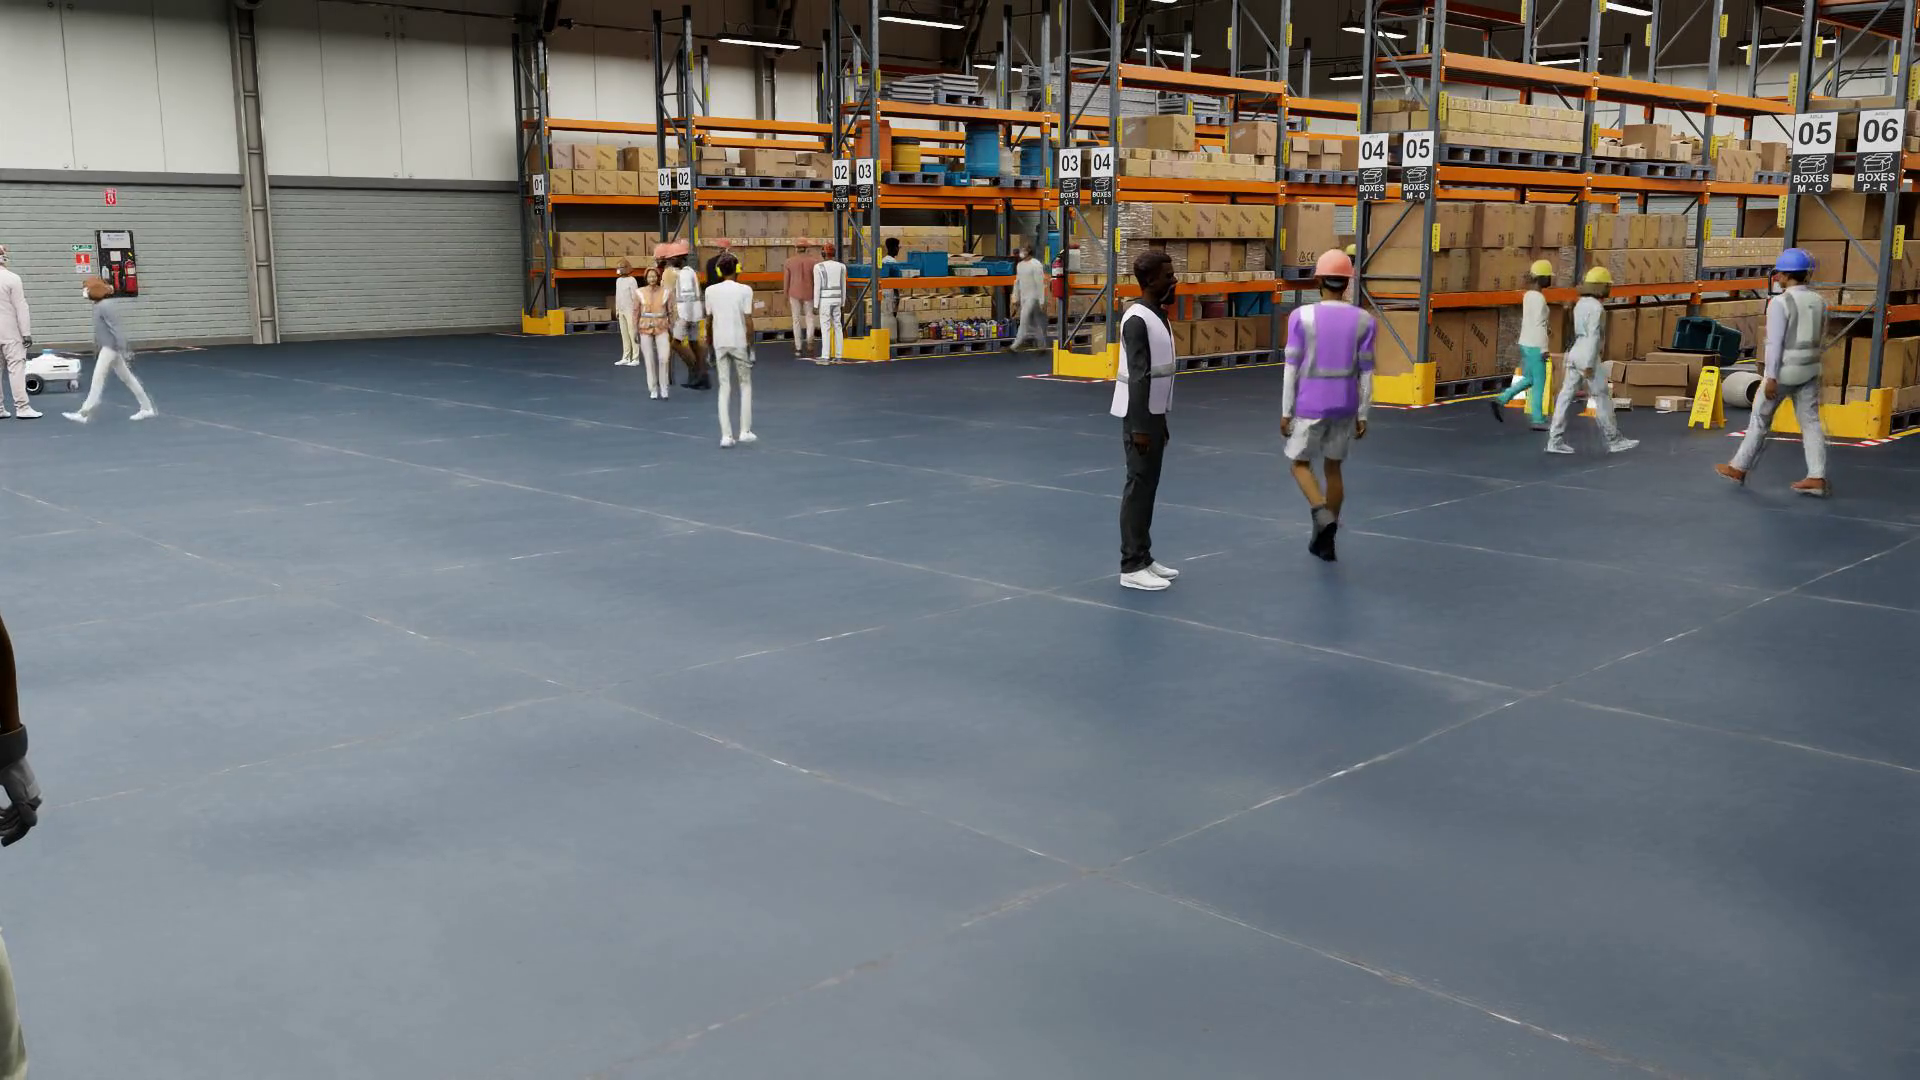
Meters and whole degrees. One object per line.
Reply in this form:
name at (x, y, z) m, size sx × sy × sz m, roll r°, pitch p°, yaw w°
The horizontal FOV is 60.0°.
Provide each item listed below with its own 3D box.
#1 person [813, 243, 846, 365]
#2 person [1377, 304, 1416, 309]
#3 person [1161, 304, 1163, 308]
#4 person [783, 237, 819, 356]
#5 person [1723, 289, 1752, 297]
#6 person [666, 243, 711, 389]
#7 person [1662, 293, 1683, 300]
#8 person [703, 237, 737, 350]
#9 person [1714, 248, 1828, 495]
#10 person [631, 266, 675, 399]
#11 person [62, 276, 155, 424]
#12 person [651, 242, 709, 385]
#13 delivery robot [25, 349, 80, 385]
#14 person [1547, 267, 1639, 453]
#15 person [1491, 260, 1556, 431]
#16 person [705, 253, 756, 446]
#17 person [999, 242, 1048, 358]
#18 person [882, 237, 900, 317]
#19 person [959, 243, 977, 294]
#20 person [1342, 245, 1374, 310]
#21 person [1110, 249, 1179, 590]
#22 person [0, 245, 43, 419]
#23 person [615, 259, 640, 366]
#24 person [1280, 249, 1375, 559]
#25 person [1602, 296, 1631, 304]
person at (-2.032, -3.670, 25.874) m, size 0.575 × 1.881 × 0.355 m, roll -8°, pitch 13°, yaw -36°
person at (6.695, -3.580, 25.493) m, size 0.625 × 1.844 × 0.429 m, roll 5°, pitch 12°, yaw 28°
person at (4.560, -5.859, 38.089) m, size 0.591 × 1.790 × 0.940 m, roll 9°, pitch 14°, yaw 40°
person at (-2.668, -4.095, 27.956) m, size 0.624 × 1.969 × 0.483 m, roll -1°, pitch 10°, yaw -6°
person at (14.576, -4.620, 31.209) m, size 0.445 × 1.831 × 0.631 m, roll -7°, pitch 12°, yaw -32°
person at (-3.551, -2.921, 21.739) m, size 0.564 × 1.898 × 0.595 m, roll 0°, pitch 10°, yaw -2°
person at (14.872, -5.316, 34.728) m, size 0.545 × 1.929 × 0.389 m, roll -2°, pitch 11°, yaw -9°
person at (-4.103, -4.166, 28.354) m, size 0.635 × 1.973 × 0.681 m, roll 5°, pitch 11°, yaw 23°
person at (6.479, -1.329, 13.075) m, size 0.637 × 1.892 × 0.989 m, roll -4°, pitch 11°, yaw -23°
person at (-3.746, -2.523, 20.321) m, size 0.534 × 1.613 × 0.632 m, roll -2°, pitch 11°, yaw -12°
person at (-9.187, -2.045, 17.882) m, size 0.959 × 1.566 × 0.523 m, roll -8°, pitch 13°, yaw -37°
person at (-3.803, -3.029, 22.295) m, size 0.712 × 1.913 × 0.568 m, roll -1°, pitch 10°, yaw -5°
delivery robot at (-11.705, -2.204, 21.363) m, size 0.707 × 0.478 × 0.477 m, roll -7°, pitch 13°, yaw -34°
person at (5.854, -1.647, 15.312) m, size 0.867 × 1.701 × 0.501 m, roll -1°, pitch 10°, yaw -7°
person at (5.866, -1.996, 17.095) m, size 0.600 × 1.753 × 0.543 m, roll 1°, pitch 10°, yaw 5°
person at (-2.198, -1.822, 15.934) m, size 0.510 × 1.835 × 0.660 m, roll 1°, pitch 10°, yaw 7°
person at (1.079, -3.944, 27.363) m, size 1.035 × 1.879 × 0.655 m, roll -6°, pitch 12°, yaw -29°
person at (-1.206, -4.343, 29.310) m, size 0.361 × 1.963 × 0.614 m, roll -4°, pitch 11°, yaw -21°
person at (0.159, -5.843, 37.818) m, size 0.381 × 1.844 × 0.566 m, roll -9°, pitch 14°, yaw -40°
person at (5.372, -3.092, 22.768) m, size 0.608 × 1.864 × 1.032 m, roll 6°, pitch 12°, yaw 29°
person at (1.069, -0.696, 9.551) m, size 0.388 × 1.921 × 0.593 m, roll 3°, pitch 11°, yaw 16°
person at (-10.467, -2.278, 18.222) m, size 0.642 × 1.907 × 0.410 m, roll 1°, pitch 10°, yaw 6°
person at (-5.147, -3.505, 25.652) m, size 0.507 × 1.631 × 0.275 m, roll 10°, pitch 14°, yaw 43°
person at (2.266, -0.819, 10.219) m, size 0.565 × 1.918 × 0.541 m, roll -1°, pitch 10°, yaw -6°
person at (12.085, -4.599, 30.556) m, size 0.614 × 2.022 × 0.658 m, roll 9°, pitch 14°, yaw 40°
